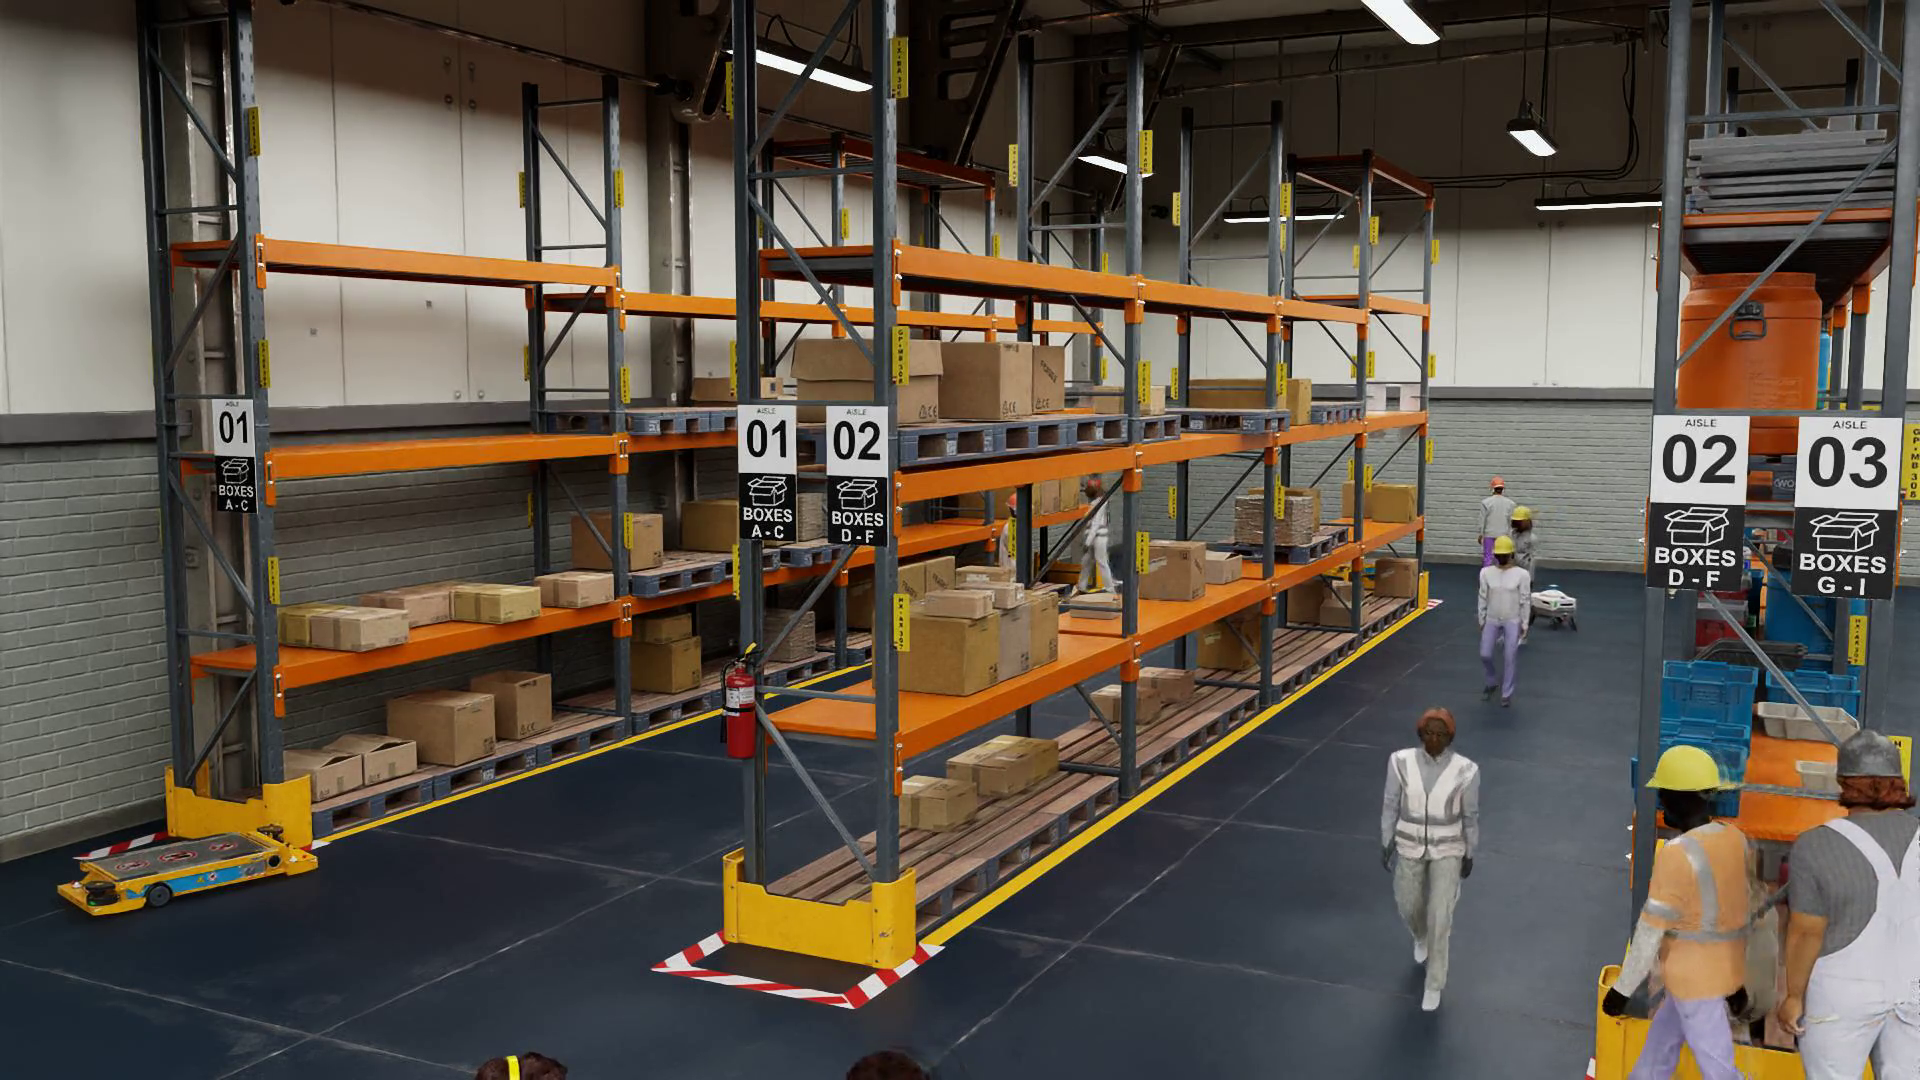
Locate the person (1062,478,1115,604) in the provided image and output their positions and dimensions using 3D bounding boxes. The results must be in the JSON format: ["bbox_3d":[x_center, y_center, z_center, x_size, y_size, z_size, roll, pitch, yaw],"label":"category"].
[{"bbox_3d":[1.915,0.036,24.056,0.681,1.873,0.597,-1,6,-6],"label":"person"}]

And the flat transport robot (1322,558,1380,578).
[{"bbox_3d":[6.661,0.457,27.560,1.431,0.197,0.652,-3,7,-29],"label":"flat transport robot"}]

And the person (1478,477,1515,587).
[{"bbox_3d":[8.353,-0.104,25.940,0.568,1.746,0.342,-1,6,-6],"label":"person"}]

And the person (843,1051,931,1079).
[{"bbox_3d":[-0.068,2.108,3.766,0.707,1.883,0.388,-3,6,-24],"label":"person"}]

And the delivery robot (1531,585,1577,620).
[{"bbox_3d":[7.857,0.838,22.040,0.477,0.478,0.707,-1,6,-10],"label":"delivery robot"}]

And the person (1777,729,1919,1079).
[{"bbox_3d":[3.550,1.741,6.556,0.684,2.000,0.535,0,6,2],"label":"person"}]

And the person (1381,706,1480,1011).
[{"bbox_3d":[2.592,1.692,9.142,0.511,1.616,0.684,3,7,27],"label":"person"}]

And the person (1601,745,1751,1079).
[{"bbox_3d":[2.978,1.784,6.909,0.604,1.872,0.987,-6,8,-44],"label":"person"}]

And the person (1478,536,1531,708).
[{"bbox_3d":[5.495,0.828,16.831,0.537,1.755,0.364,3,7,29],"label":"person"}]

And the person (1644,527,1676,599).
[{"bbox_3d":[10.510,0.003,24.836,0.573,1.749,0.332,1,6,7],"label":"person"}]

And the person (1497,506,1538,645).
[{"bbox_3d":[6.876,0.447,20.582,0.489,1.726,0.513,-3,7,-30],"label":"person"}]

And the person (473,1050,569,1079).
[{"bbox_3d":[-1.040,2.102,3.875,0.309,1.868,0.535,-3,7,-29],"label":"person"}]

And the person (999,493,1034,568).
[{"bbox_3d":[0.664,0.430,19.587,0.407,1.986,0.619,0,6,3],"label":"person"}]

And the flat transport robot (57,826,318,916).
[{"bbox_3d":[-5.079,2.162,10.978,0.652,0.197,1.431,6,8,44],"label":"flat transport robot"}]
